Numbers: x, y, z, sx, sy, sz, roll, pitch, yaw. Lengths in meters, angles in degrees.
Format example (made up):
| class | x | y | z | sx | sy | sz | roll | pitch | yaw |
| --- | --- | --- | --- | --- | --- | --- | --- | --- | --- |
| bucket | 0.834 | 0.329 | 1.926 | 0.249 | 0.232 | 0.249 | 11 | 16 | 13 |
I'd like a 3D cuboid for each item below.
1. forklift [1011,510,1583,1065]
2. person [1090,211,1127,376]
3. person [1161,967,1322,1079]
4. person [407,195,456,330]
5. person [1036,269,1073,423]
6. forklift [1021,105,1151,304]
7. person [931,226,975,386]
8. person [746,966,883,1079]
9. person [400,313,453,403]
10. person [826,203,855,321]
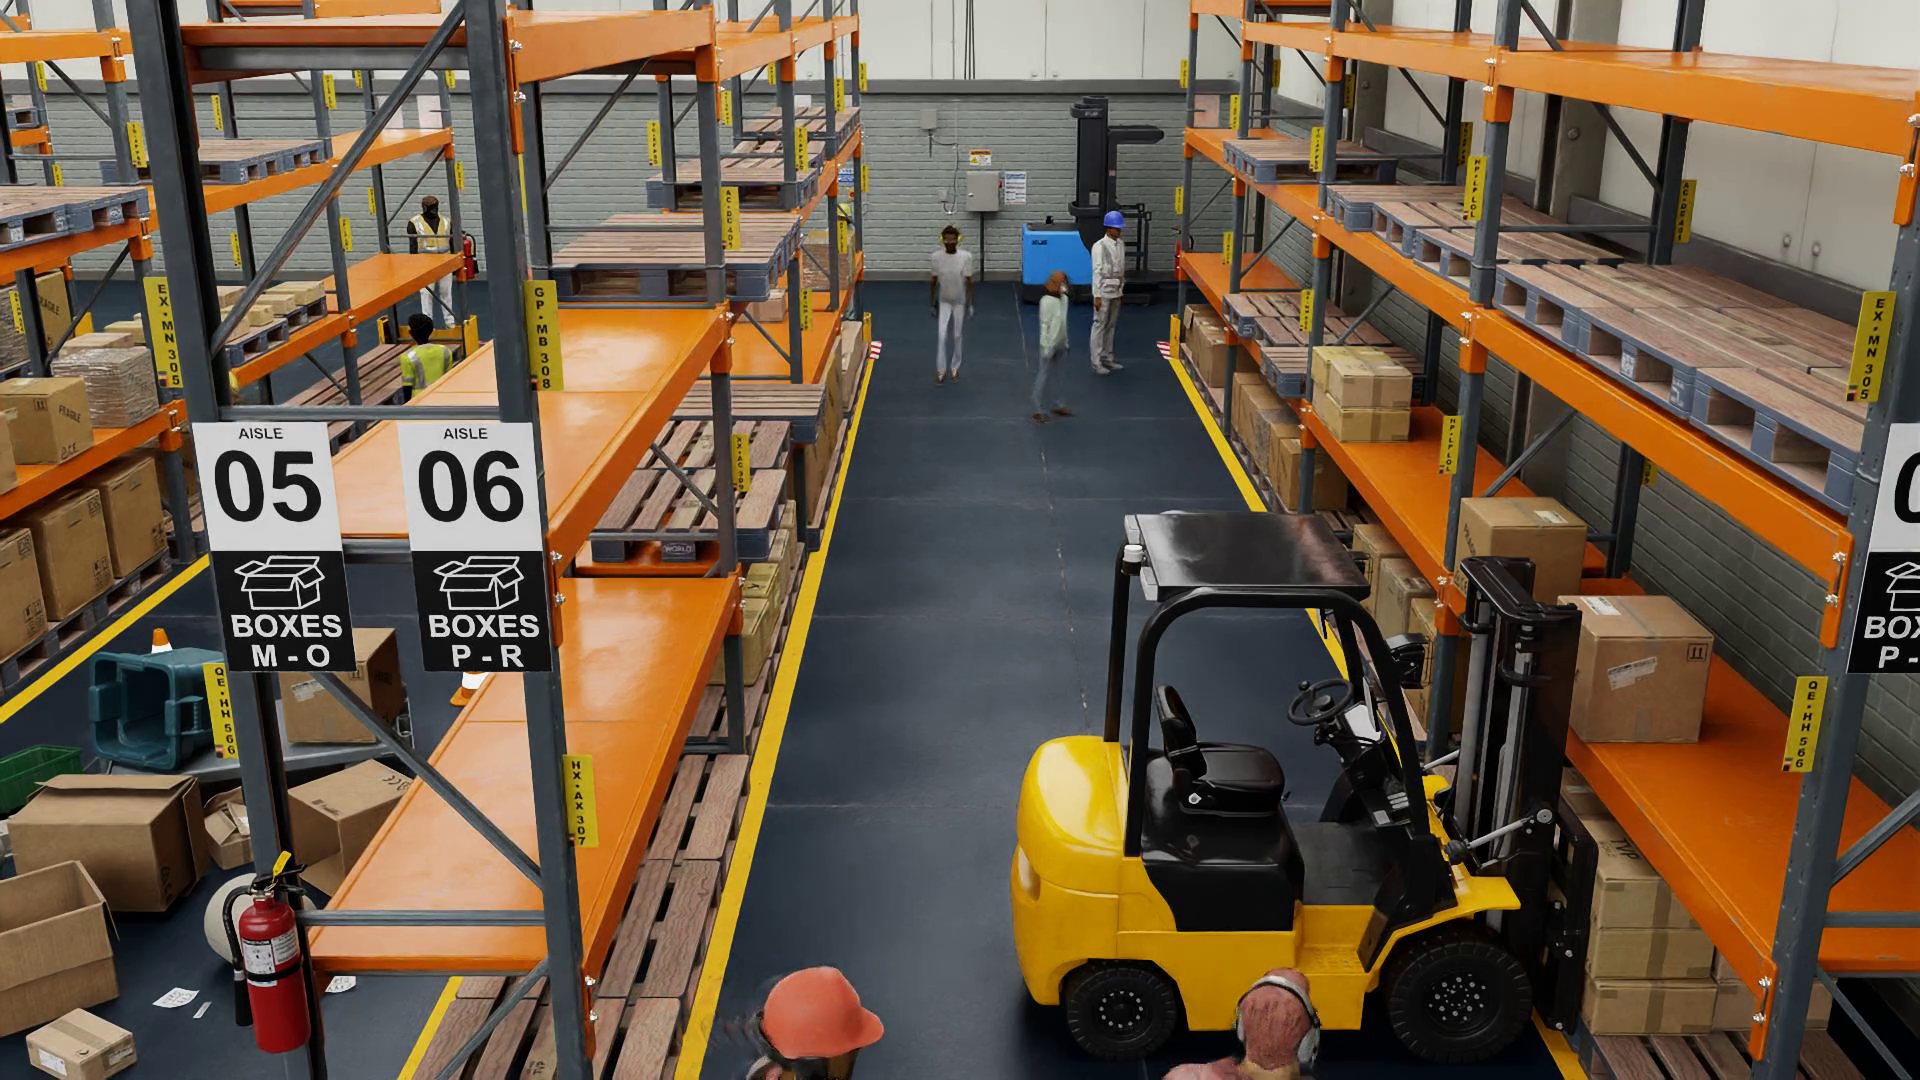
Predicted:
| class | x | y | z | sx | sy | sz | roll | pitch | yaw |
| --- | --- | --- | --- | --- | --- | --- | --- | --- | --- |
| forklift | 1.387 | 1.055 | 7.378 | 2.313 | 2.155 | 1.214 | 0 | 18 | 0 |
| person | 1.791 | -2.960 | 19.901 | 0.406 | 1.946 | 0.608 | 14 | 23 | 35 |
| person | 0.810 | 2.110 | 4.677 | 0.657 | 1.890 | 0.644 | 8 | 20 | 24 |
| person | -7.033 | -3.688 | 22.290 | 0.634 | 1.837 | 0.429 | -13 | 22 | -34 |
| person | 1.002 | -2.075 | 17.730 | 0.281 | 1.629 | 0.508 | 12 | 22 | 32 |
| forklift | 1.857 | -4.944 | 24.441 | 1.873 | 2.768 | 1.129 | 0 | 18 | 0 |
| person | -0.083 | -2.718 | 19.346 | 0.522 | 1.838 | 0.783 | 0 | 18 | 0 |
| person | -0.356 | 2.064 | 4.639 | 1.060 | 1.987 | 0.634 | -7 | 19 | -19 |
| person | -4.774 | -1.199 | 14.981 | 0.319 | 1.693 | 0.535 | 13 | 22 | 34 |
| person | -1.566 | -3.639 | 22.298 | 0.487 | 1.737 | 0.320 | -8 | 20 | -22 |
